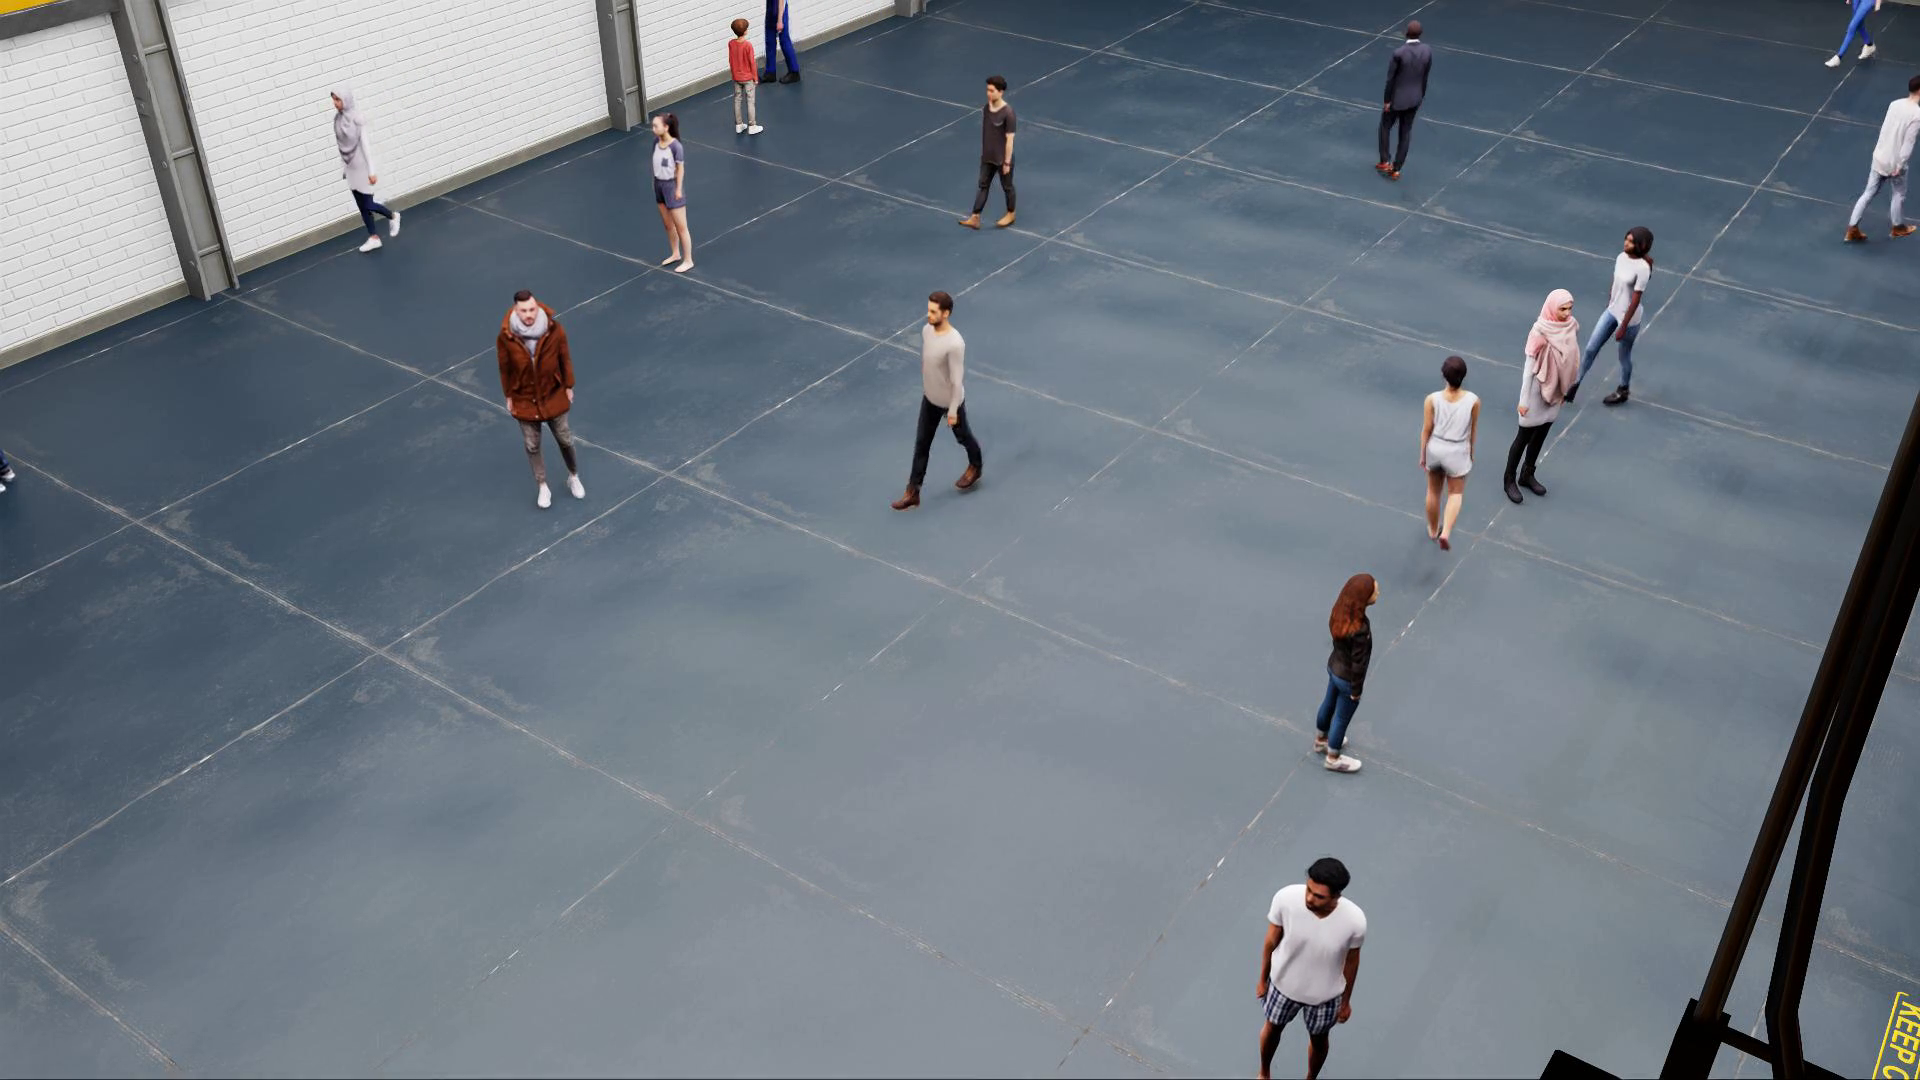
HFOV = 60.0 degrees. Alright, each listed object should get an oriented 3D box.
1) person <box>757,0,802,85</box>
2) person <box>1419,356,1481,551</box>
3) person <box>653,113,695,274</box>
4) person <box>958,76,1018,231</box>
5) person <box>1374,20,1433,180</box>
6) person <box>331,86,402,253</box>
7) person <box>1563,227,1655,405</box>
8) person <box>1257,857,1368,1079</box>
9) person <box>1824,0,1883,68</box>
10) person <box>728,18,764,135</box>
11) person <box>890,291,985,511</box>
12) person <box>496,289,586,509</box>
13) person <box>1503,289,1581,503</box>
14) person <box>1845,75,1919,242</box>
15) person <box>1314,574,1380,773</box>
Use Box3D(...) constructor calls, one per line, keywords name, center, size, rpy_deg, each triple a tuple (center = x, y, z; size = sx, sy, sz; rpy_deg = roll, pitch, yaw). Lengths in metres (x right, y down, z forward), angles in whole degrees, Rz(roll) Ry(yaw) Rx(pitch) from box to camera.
Box3D(name="person", center=(-2.374, -6.968, 21.991), size=(0.957, 1.846, 0.835), rpy_deg=(-17, 37, -24))
Box3D(name="person", center=(3.700, -0.620, 12.661), size=(0.740, 1.602, 0.879), rpy_deg=(12, 35, 17))
Box3D(name="person", center=(-2.962, -3.586, 17.081), size=(0.629, 1.650, 0.570), rpy_deg=(29, 43, 36))
Box3D(name="person", center=(0.466, -4.174, 17.934), size=(1.032, 1.685, 0.751), rpy_deg=(-29, 43, -36))
Box3D(name="person", center=(5.119, -5.012, 19.084), size=(0.828, 1.807, 0.876), rpy_deg=(-3, 34, -5))
Box3D(name="person", center=(-6.229, -3.907, 17.461), size=(0.647, 1.764, 0.773), rpy_deg=(19, 38, 26))
Box3D(name="person", center=(5.860, -1.931, 14.550), size=(1.096, 1.695, 0.987), rpy_deg=(-9, 35, -13))
Box3D(name="person", center=(1.735, 2.202, 8.299), size=(0.676, 1.732, 0.620), rpy_deg=(11, 35, 16))
Box3D(name="person", center=(12.383, -7.333, 22.642), size=(1.263, 1.734, 1.079), rpy_deg=(-12, 35, -17))
Box3D(name="person", center=(-2.674, -5.725, 20.509), size=(0.553, 1.416, 0.519), rpy_deg=(15, 36, 21))
Box3D(name="person", center=(-0.051, -1.125, 13.225), size=(1.243, 1.820, 0.851), rpy_deg=(-26, 42, -33))
Box3D(name="person", center=(-3.370, -1.161, 13.266), size=(0.878, 1.834, 0.946), rpy_deg=(-8, 35, -12))
Box3D(name="person", center=(4.652, -1.164, 13.297), size=(0.690, 1.804, 0.795), rpy_deg=(-16, 37, -22))
Box3D(name="person", center=(9.760, -4.002, 17.566), size=(1.134, 1.805, 1.046), rpy_deg=(-8, 34, -12))
Box3D(name="person", center=(2.454, 0.826, 10.595), size=(0.689, 1.482, 0.632), rpy_deg=(-6, 34, -9))
